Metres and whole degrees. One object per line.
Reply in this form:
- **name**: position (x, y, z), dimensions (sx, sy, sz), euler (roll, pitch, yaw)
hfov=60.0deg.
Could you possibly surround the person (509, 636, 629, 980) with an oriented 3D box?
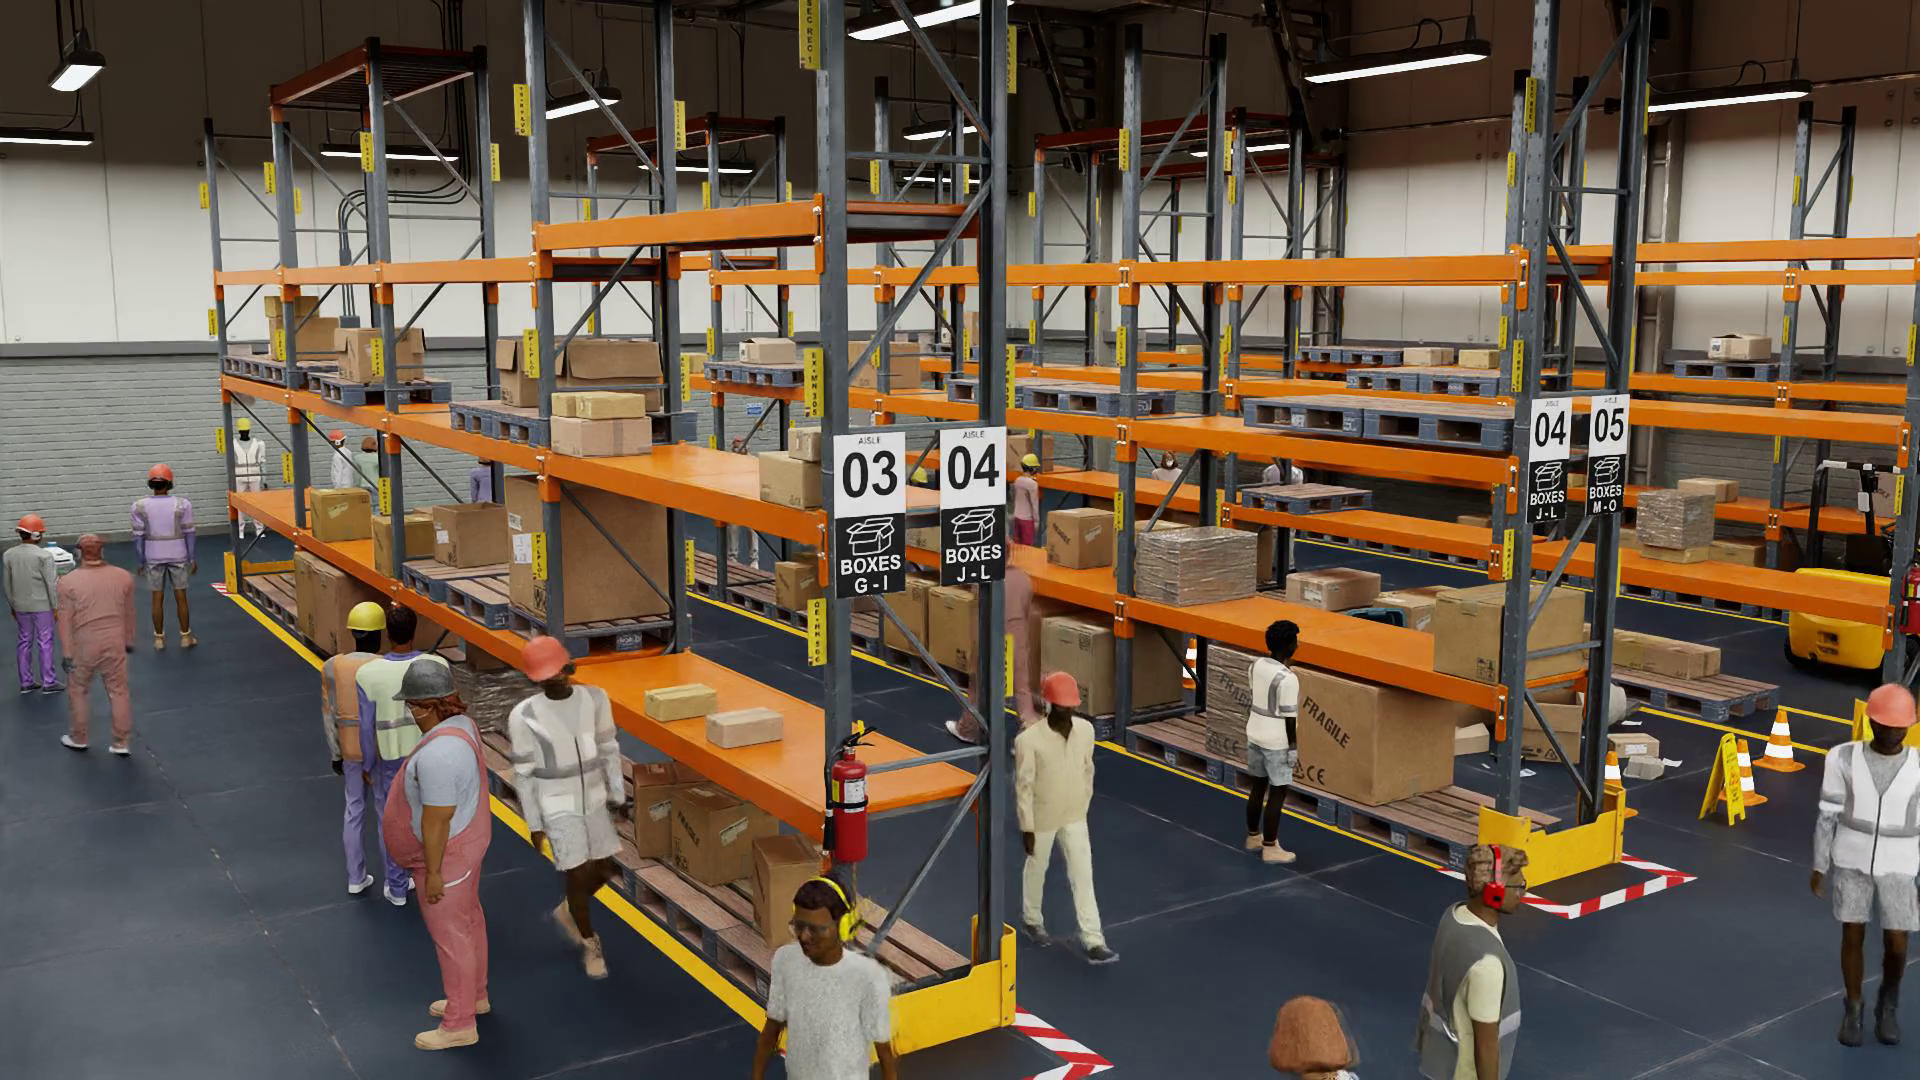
- **person**: position (-2.231, 1.503, 9.514), dimensions (0.673, 1.999, 0.593), euler (-7, 11, -39)

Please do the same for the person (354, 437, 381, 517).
- **person**: position (-9.260, -0.812, 26.150), dimensions (0.491, 1.625, 0.282), euler (1, 9, 8)

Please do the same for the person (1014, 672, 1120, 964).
- **person**: position (0.598, 1.616, 9.689), dimensions (0.583, 1.701, 0.890), euler (-4, 10, -27)

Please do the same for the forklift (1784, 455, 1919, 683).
- **forklift**: position (9.643, 0.253, 17.172), dimensions (2.313, 2.155, 1.214), euler (-6, 10, -33)

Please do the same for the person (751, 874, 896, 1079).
- **person**: position (-0.555, 2.111, 5.983), dimensions (0.527, 1.837, 0.772), euler (6, 10, 34)

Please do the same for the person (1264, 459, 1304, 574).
- **person**: position (4.478, -0.427, 22.940), dimensions (0.611, 1.822, 0.411), euler (7, 11, 37)

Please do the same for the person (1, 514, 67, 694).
- **person**: position (-8.988, 0.621, 16.184), dimensions (0.572, 1.747, 0.343), euler (2, 9, 12)

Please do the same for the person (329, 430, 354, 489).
- **person**: position (-9.711, -0.861, 26.086), dimensions (0.349, 1.743, 0.563), euler (0, 9, -3)

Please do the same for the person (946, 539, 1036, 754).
- **person**: position (0.306, 0.885, 14.112), dimensions (0.651, 1.844, 1.029), euler (-6, 10, -35)

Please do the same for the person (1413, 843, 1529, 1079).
- **person**: position (1.948, 2.053, 6.399), dimensions (0.385, 1.833, 0.560), euler (1, 9, 6)

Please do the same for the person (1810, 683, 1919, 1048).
- **person**: position (4.719, 1.675, 8.586), dimensions (0.565, 1.926, 0.388), euler (5, 10, 32)

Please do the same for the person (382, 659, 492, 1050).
- **person**: position (-2.731, 1.602, 8.693), dimensions (0.536, 2.000, 0.683), euler (-1, 9, -6)

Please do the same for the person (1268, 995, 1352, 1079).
- **person**: position (1.113, 2.300, 5.473), dimensions (0.441, 1.605, 0.545), euler (5, 10, 32)

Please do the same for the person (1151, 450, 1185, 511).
- **person**: position (2.986, -0.481, 23.909), dimensions (0.498, 1.634, 0.279), euler (0, 9, -3)

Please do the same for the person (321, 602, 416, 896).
- **person**: position (-3.802, 1.351, 10.746), dimensions (0.592, 1.926, 0.366), euler (1, 9, 9)

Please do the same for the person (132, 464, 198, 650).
- **person**: position (-8.649, 0.196, 18.123), dimensions (0.640, 2.034, 0.464), euler (-3, 9, -20)

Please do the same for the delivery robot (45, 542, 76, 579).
- **delivery robot**: position (-12.076, 0.272, 22.166), dimensions (0.707, 0.478, 0.477), euler (8, 12, 44)

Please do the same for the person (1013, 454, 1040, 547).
- **person**: position (0.896, -0.271, 22.128), dimensions (0.353, 1.759, 0.520), euler (-4, 9, -26)

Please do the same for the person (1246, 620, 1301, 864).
- **person**: position (2.148, 1.376, 11.384), dimensions (0.320, 1.686, 0.539), euler (-3, 9, -20)

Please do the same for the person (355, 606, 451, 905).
- **person**: position (-3.519, 1.375, 10.612), dimensions (0.590, 1.919, 0.392), euler (-4, 9, -23)

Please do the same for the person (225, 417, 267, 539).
- **person**: position (-11.237, -0.971, 26.214), dimensions (0.592, 1.922, 0.383), euler (-5, 10, -29)

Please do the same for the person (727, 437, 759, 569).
- **person**: position (-3.040, -0.493, 23.133), dimensions (0.631, 1.899, 0.402), euler (0, 9, -1)

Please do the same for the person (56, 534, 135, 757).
- **person**: position (-7.340, 0.879, 14.063), dimensions (0.874, 1.871, 0.672), euler (7, 11, 38)
